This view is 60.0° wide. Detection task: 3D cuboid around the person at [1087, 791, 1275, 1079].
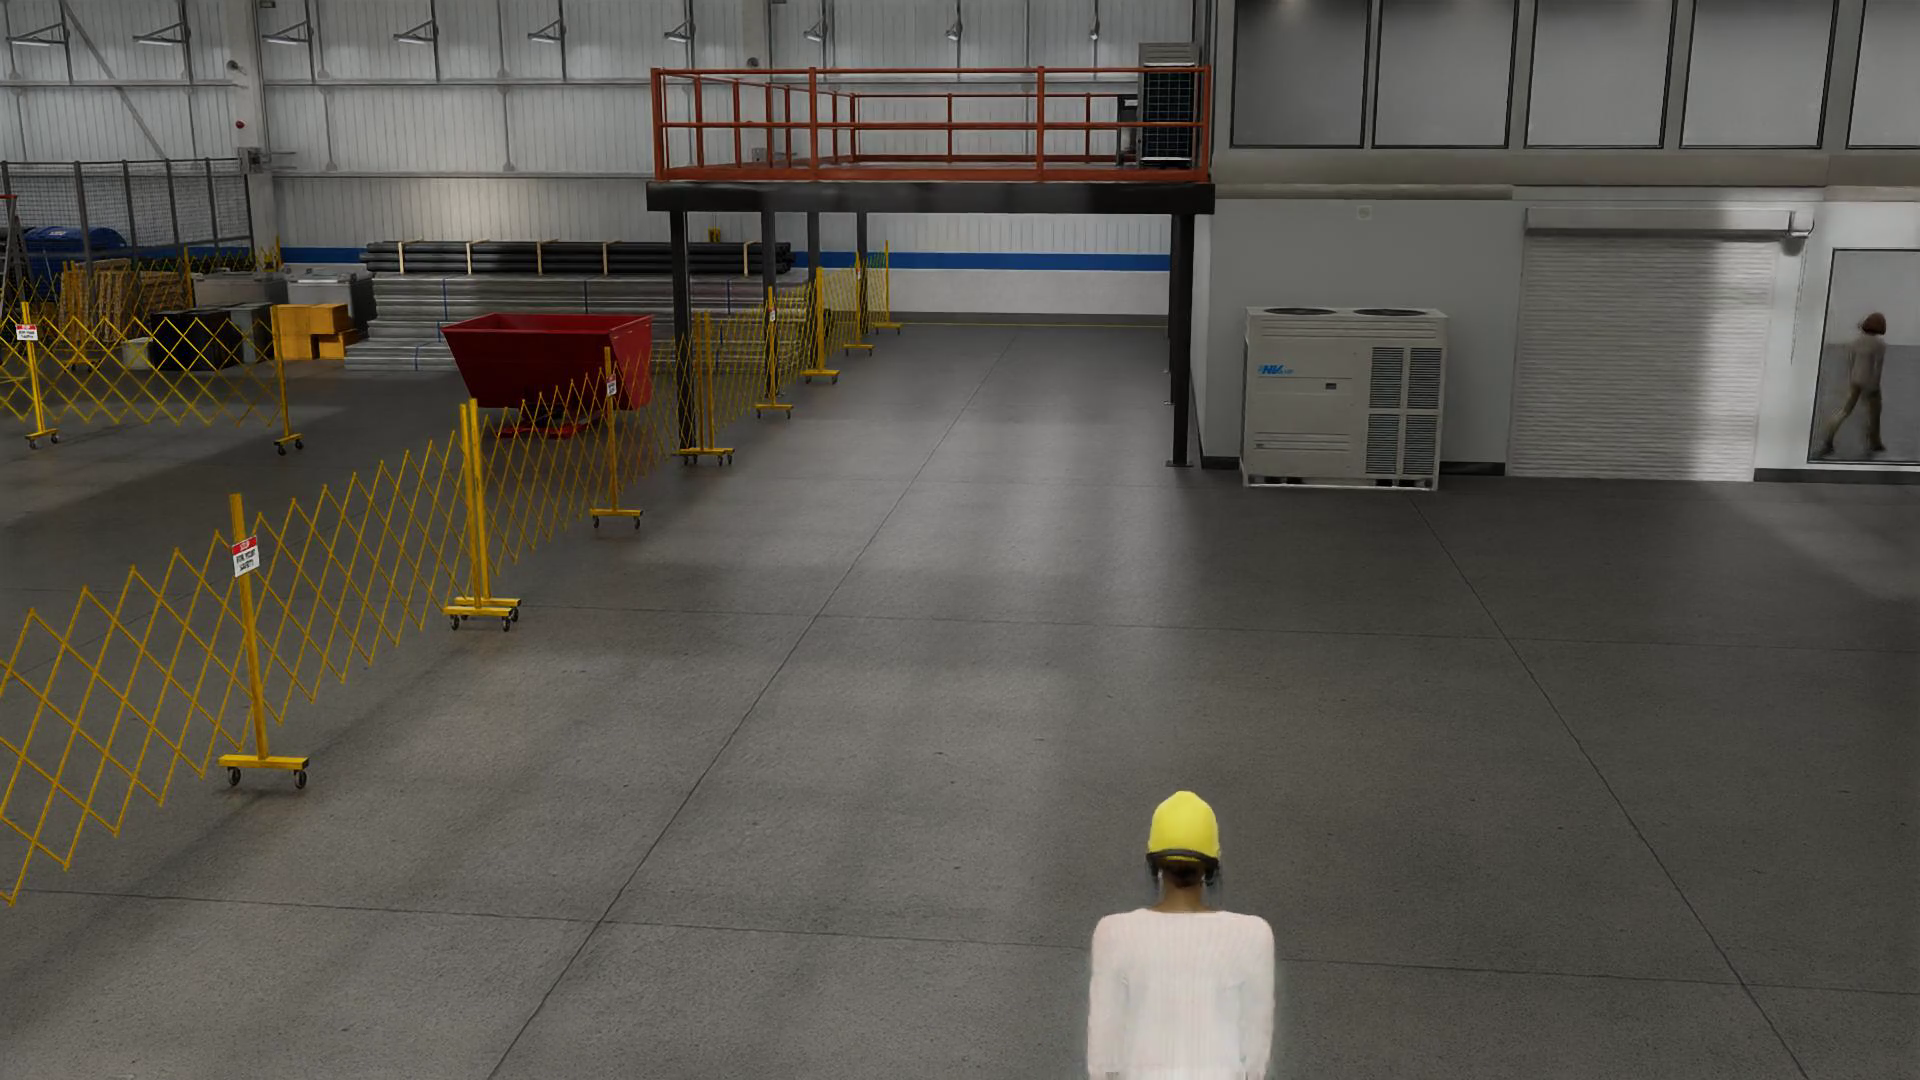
[{"bbox_3d":[0.639,1.554,4.839,0.527,1.727,0.881,2,14,9],"label":"person"}]
